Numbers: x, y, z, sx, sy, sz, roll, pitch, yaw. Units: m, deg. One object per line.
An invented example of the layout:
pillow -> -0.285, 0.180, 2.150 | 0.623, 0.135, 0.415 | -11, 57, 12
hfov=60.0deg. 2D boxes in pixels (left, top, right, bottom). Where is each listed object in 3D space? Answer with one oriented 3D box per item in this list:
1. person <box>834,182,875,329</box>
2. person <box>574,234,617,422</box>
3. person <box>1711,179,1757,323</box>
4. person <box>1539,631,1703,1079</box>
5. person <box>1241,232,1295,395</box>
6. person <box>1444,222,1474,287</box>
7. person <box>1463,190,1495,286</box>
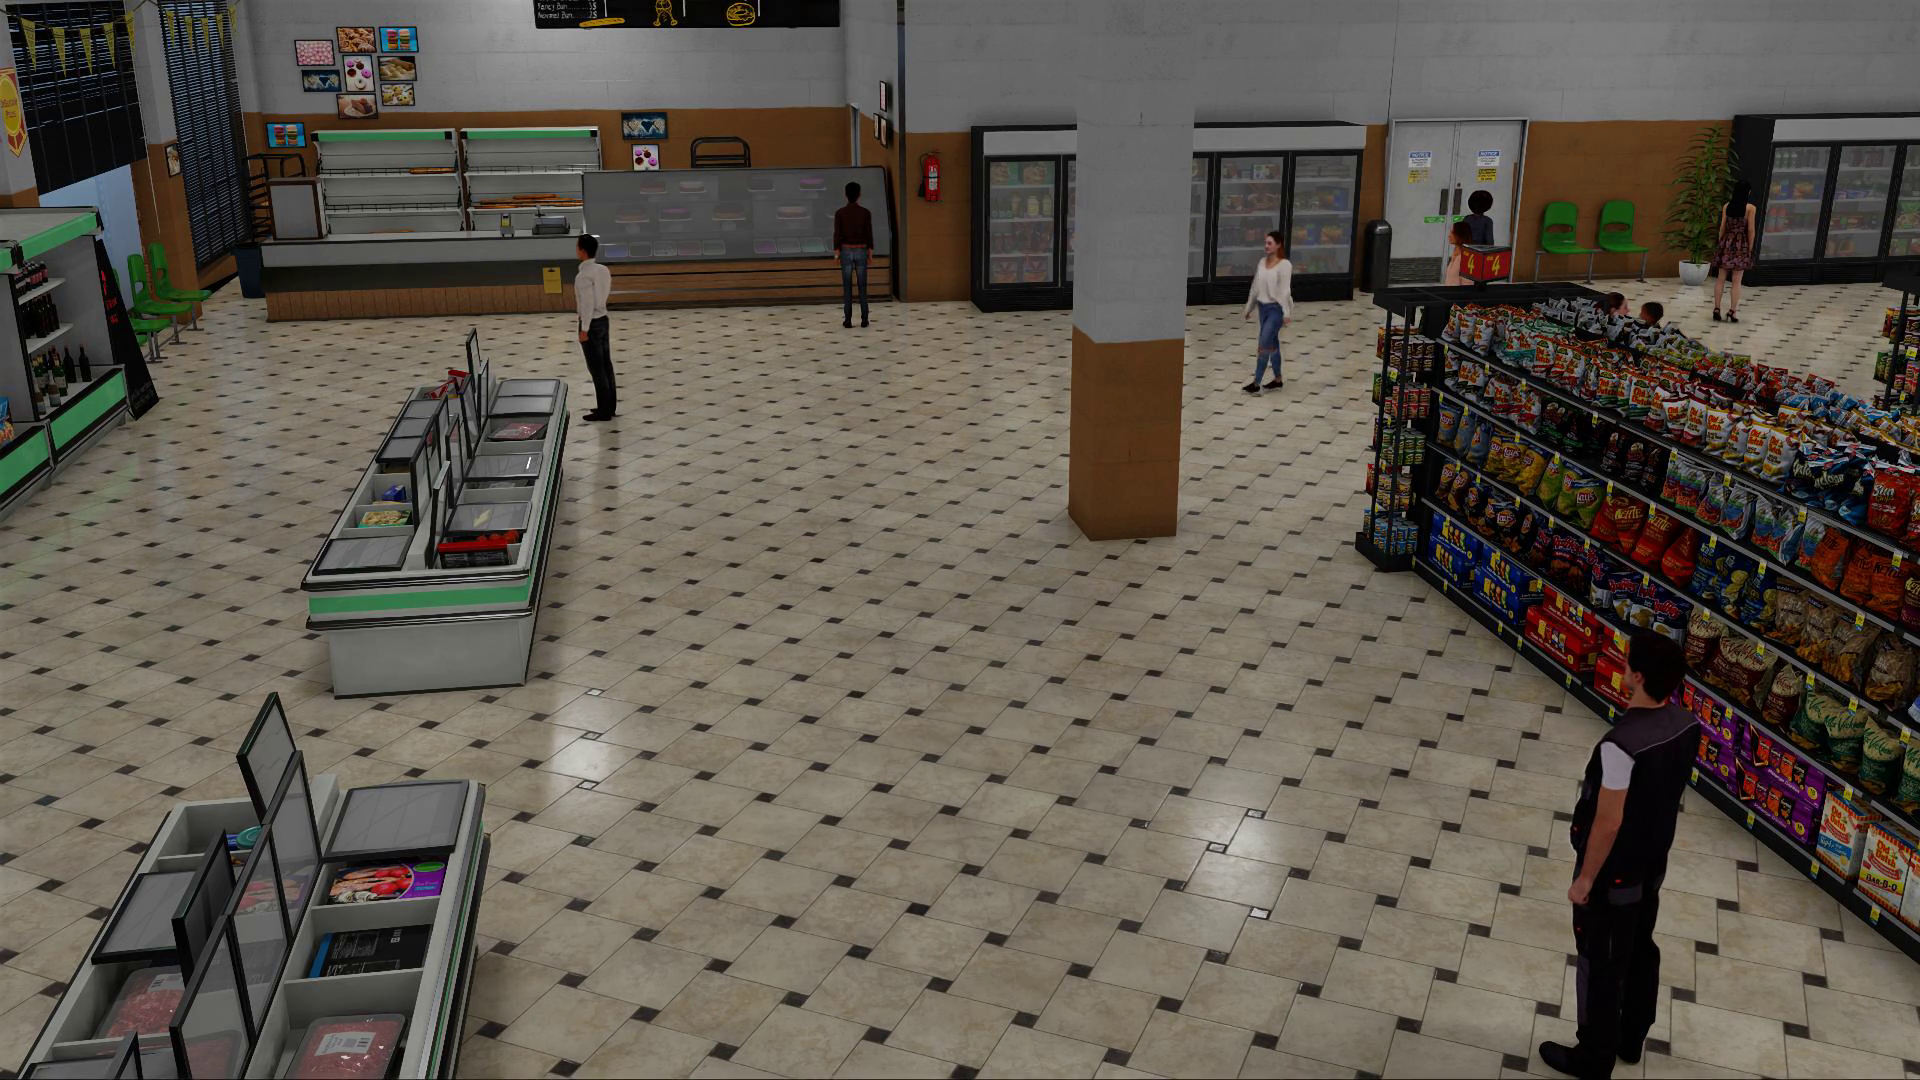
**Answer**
person -> -1.306, -3.516, 20.528 | 0.648, 1.782, 0.515 | -3, 19, -8
person -> -3.546, -2.066, 16.182 | 0.783, 1.811, 0.619 | 4, 19, 10
person -> 9.723, -3.634, 20.889 | 0.860, 1.773, 0.782 | -17, 25, -41
person -> 2.559, 1.221, 6.375 | 0.734, 1.848, 0.717 | -12, 22, -33
person -> 3.286, -2.343, 17.223 | 0.888, 1.670, 0.925 | -11, 21, -28
person -> 5.137, -2.389, 17.170 | 0.692, 1.790, 0.524 | 0, 19, 1
person -> 6.279, -3.402, 20.301 | 0.633, 1.710, 0.729 | 17, 25, 42
